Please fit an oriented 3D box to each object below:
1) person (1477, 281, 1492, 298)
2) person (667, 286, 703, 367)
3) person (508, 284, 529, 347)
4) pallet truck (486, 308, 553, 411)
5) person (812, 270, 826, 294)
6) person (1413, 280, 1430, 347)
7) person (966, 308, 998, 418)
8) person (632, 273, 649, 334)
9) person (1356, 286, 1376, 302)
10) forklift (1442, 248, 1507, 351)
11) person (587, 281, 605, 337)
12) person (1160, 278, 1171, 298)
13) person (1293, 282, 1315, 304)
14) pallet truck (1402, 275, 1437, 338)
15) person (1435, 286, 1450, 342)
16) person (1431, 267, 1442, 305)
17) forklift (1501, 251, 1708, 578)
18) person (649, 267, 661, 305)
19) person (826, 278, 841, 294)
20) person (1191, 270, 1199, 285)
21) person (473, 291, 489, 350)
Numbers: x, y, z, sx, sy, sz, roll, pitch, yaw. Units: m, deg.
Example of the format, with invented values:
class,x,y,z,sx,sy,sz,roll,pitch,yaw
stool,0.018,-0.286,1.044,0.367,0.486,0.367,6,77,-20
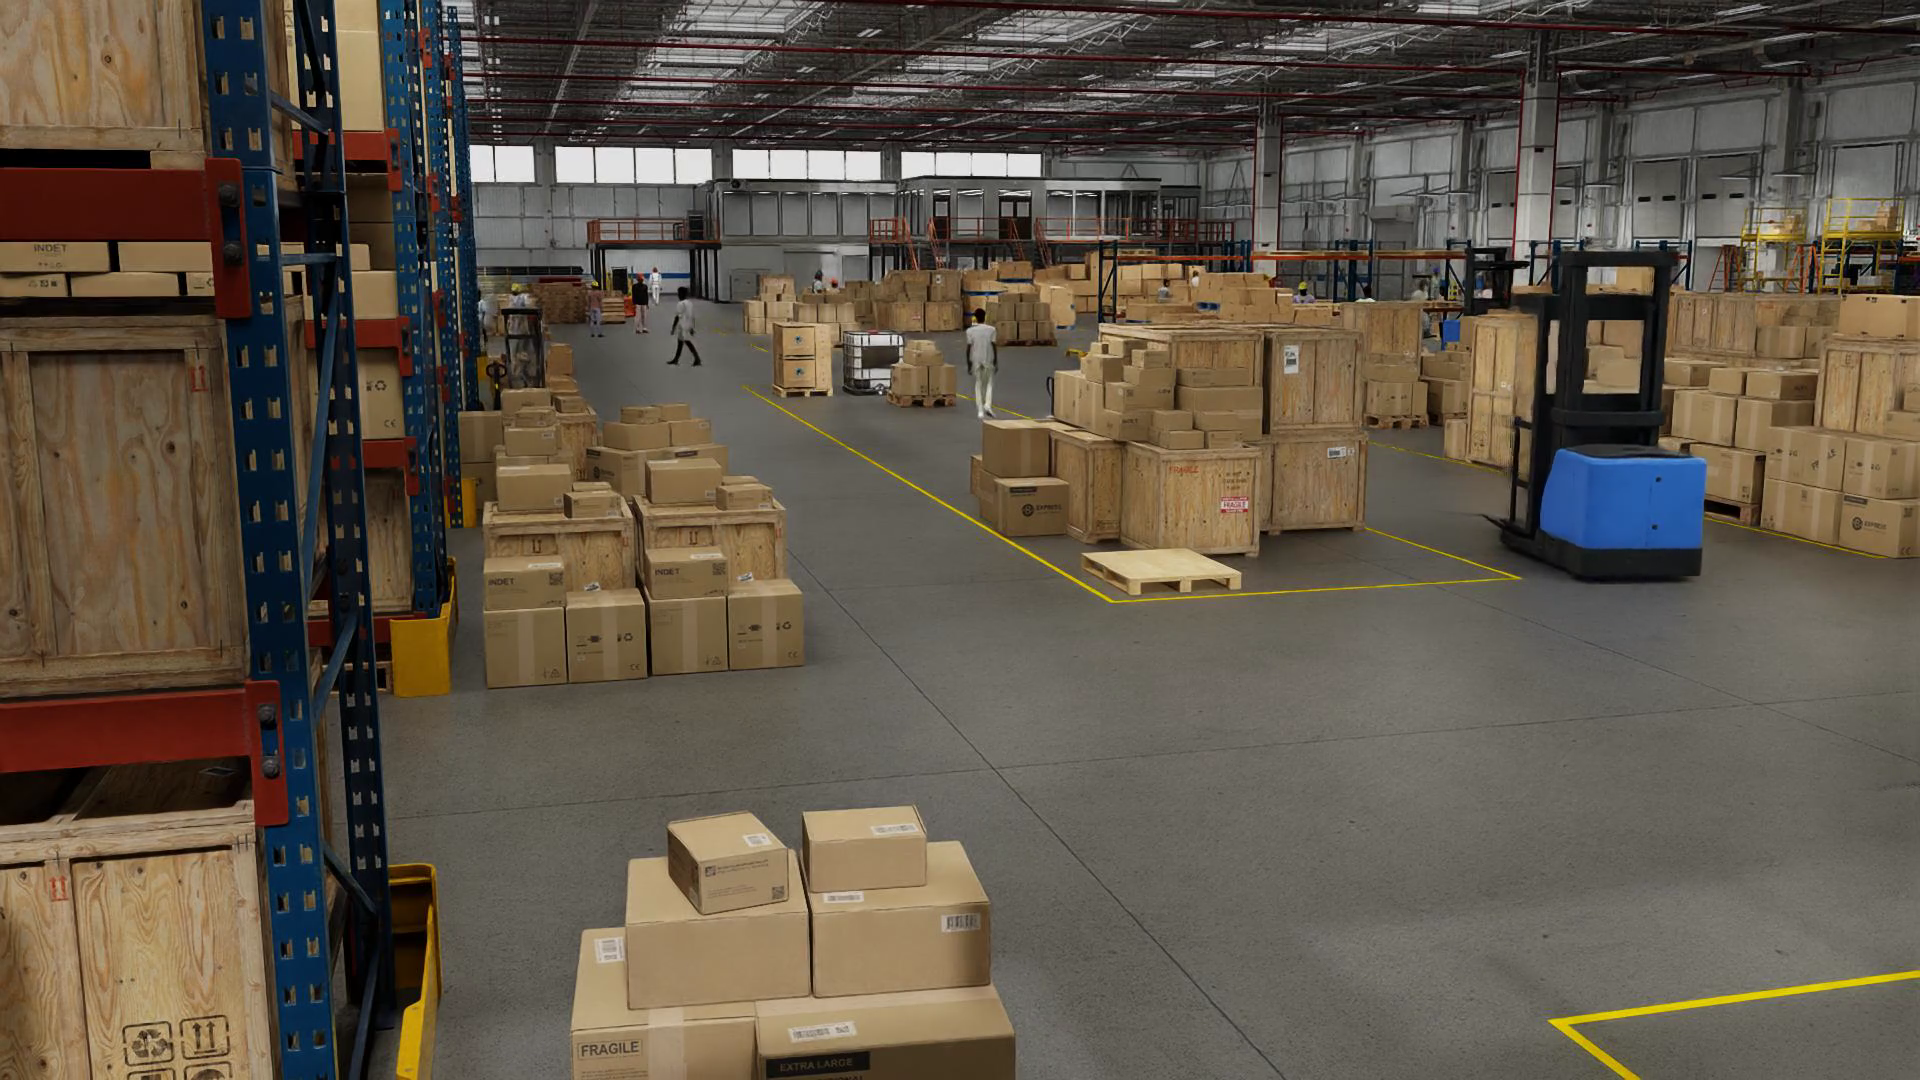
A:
class,x,y,z,sx,sy,sz,roll,pitch,yaw
person,16.151,-7.025,50.987,0.636,1.811,0.794,2,10,11
person,-6.585,-5.107,39.818,0.997,1.924,0.602,2,10,13
person,-12.772,-6.470,47.929,0.623,1.780,0.936,3,11,19
pallet truck,-6.242,-2.418,24.362,0.823,1.965,1.885,1,10,3
person,-4.914,-8.448,58.389,0.536,2.000,0.681,-3,11,-19
person,13.125,-6.427,47.298,0.629,1.925,0.446,-8,13,-38
person,0.371,-2.986,28.041,0.535,1.832,0.610,0,10,2
person,-10.521,-7.799,54.842,0.382,1.993,0.622,9,13,42
person,9.790,-5.168,40.160,0.391,1.920,0.587,-9,14,-42
forklift,12.484,-5.571,39.719,1.129,2.768,1.873,-3,10,-15
person,-11.570,-7.327,52.819,0.524,1.769,0.309,3,11,18
person,6.646,-7.468,53.368,0.430,1.851,0.531,-5,11,-28
person,9.171,-5.929,44.456,0.590,1.923,0.384,5,11,25
pallet truck,14.620,-7.324,52.145,0.823,1.965,1.885,8,13,40
person,14.560,-6.820,50.169,0.322,1.692,0.534,-3,10,-16
person,21.311,-11.244,74.525,0.630,1.931,0.437,-1,10,-5
forklift,5.779,-1.170,14.798,1.129,2.768,1.873,0,10,-2
person,-14.828,-12.357,81.025,0.582,1.872,0.472,-3,11,-18
person,-3.822,-7.089,51.109,0.569,1.888,0.957,6,12,30
person,9.267,-9.649,65.475,0.357,1.937,0.637,7,12,33
person,-13.383,-6.085,46.097,0.538,1.656,0.848,3,10,16
